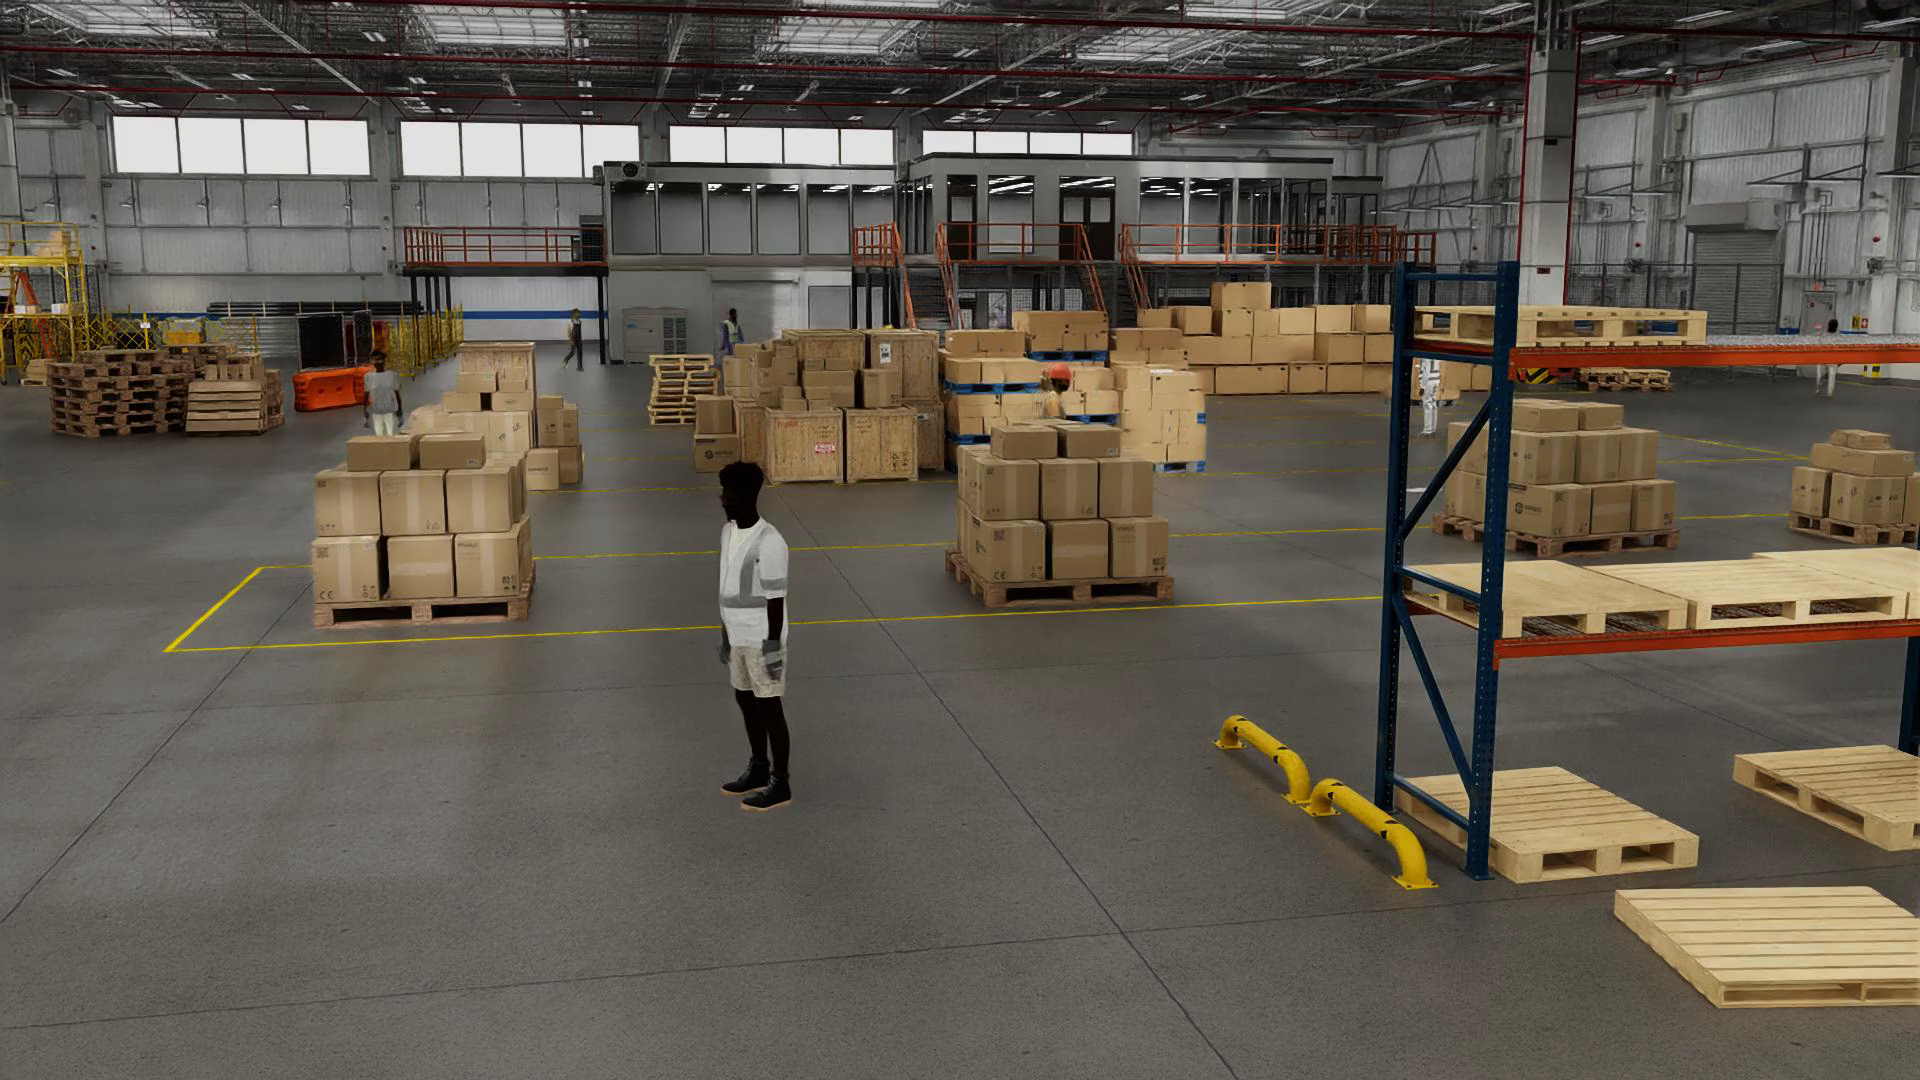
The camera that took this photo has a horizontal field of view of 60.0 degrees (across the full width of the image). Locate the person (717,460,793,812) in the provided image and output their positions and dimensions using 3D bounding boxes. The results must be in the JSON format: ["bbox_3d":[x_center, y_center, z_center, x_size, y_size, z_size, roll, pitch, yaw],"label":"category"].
[{"bbox_3d":[-1.155,0.526,9.245,0.387,1.958,0.605,-6,11,-31],"label":"person"}]

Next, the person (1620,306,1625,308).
[{"bbox_3d":[20.504,-6.363,51.705,0.655,1.798,0.790,0,9,-1],"label":"person"}]

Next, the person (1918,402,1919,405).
[{"bbox_3d":[21.090,-3.848,35.980,0.618,1.927,0.769,1,9,9],"label":"person"}]

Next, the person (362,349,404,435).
[{"bbox_3d":[-8.187,-1.770,23.547,0.550,1.847,0.653,-1,9,-8],"label":"person"}]

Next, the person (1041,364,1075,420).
[{"bbox_3d":[1.156,-1.109,19.423,1.005,1.877,0.567,1,9,9],"label":"person"}]

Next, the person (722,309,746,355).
[{"bbox_3d":[-6.043,-5.287,44.887,0.961,1.876,0.601,5,11,28],"label":"person"}]

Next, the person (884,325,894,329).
[{"bbox_3d":[-1.737,-4.027,37.727,0.453,1.699,0.561,7,11,35],"label":"person"}]

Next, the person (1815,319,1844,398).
[{"bbox_3d":[20.052,-4.191,38.375,0.644,1.822,0.493,3,10,20],"label":"person"}]

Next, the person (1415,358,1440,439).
[{"bbox_3d":[8.233,-2.719,29.233,0.359,1.883,0.573,7,12,36],"label":"person"}]

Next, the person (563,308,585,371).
[{"bbox_3d":[-11.206,-5.806,48.241,0.662,1.824,0.534,7,12,36],"label":"person"}]
